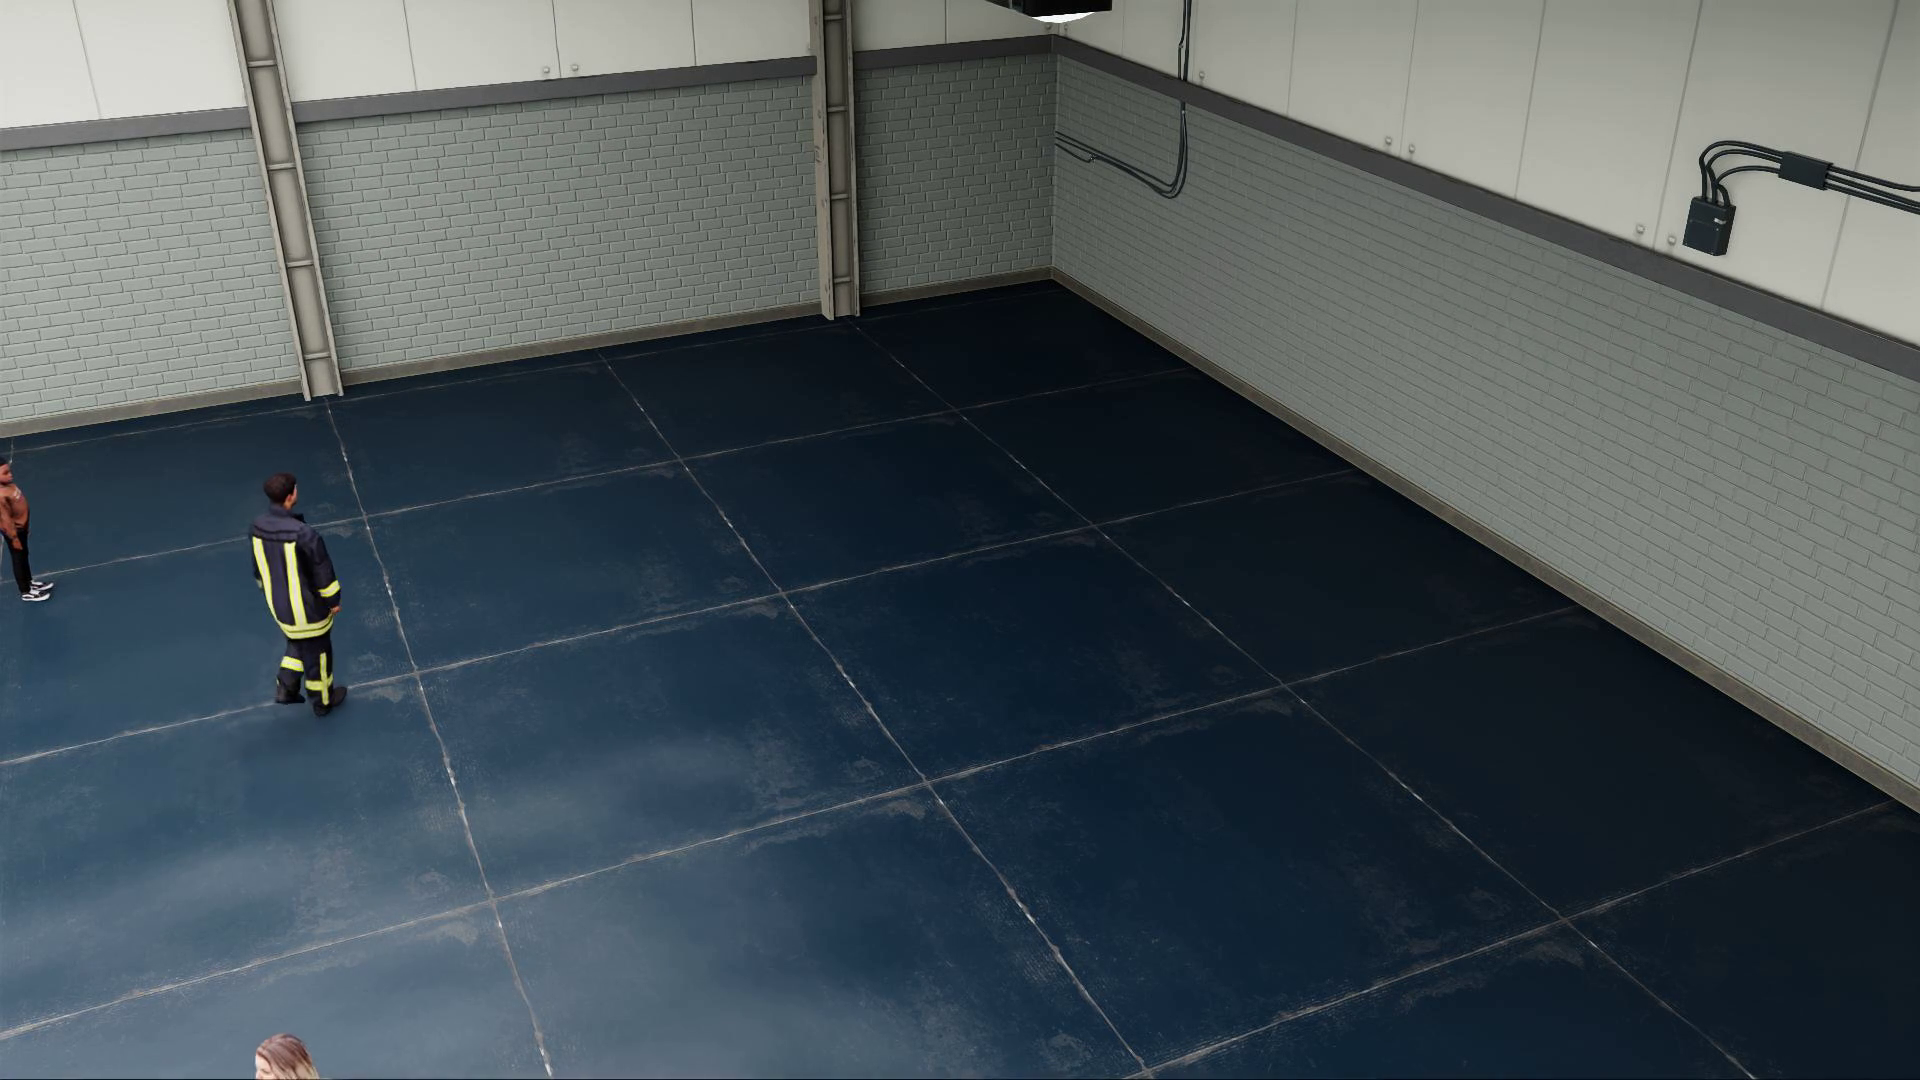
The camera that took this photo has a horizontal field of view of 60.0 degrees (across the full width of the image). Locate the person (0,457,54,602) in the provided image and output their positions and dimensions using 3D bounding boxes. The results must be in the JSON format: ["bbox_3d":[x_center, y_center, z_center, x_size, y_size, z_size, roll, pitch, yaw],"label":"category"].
[{"bbox_3d":[-7.810,-0.101,13.724,0.523,1.254,0.552,-7,28,-13],"label":"person"}]

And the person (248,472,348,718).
[{"bbox_3d":[-4.810,0.447,11.939,0.956,1.915,1.006,12,30,22],"label":"person"}]

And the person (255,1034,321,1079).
[{"bbox_3d":[-2.856,2.841,7.560,0.868,1.668,0.983,18,33,32],"label":"person"}]
